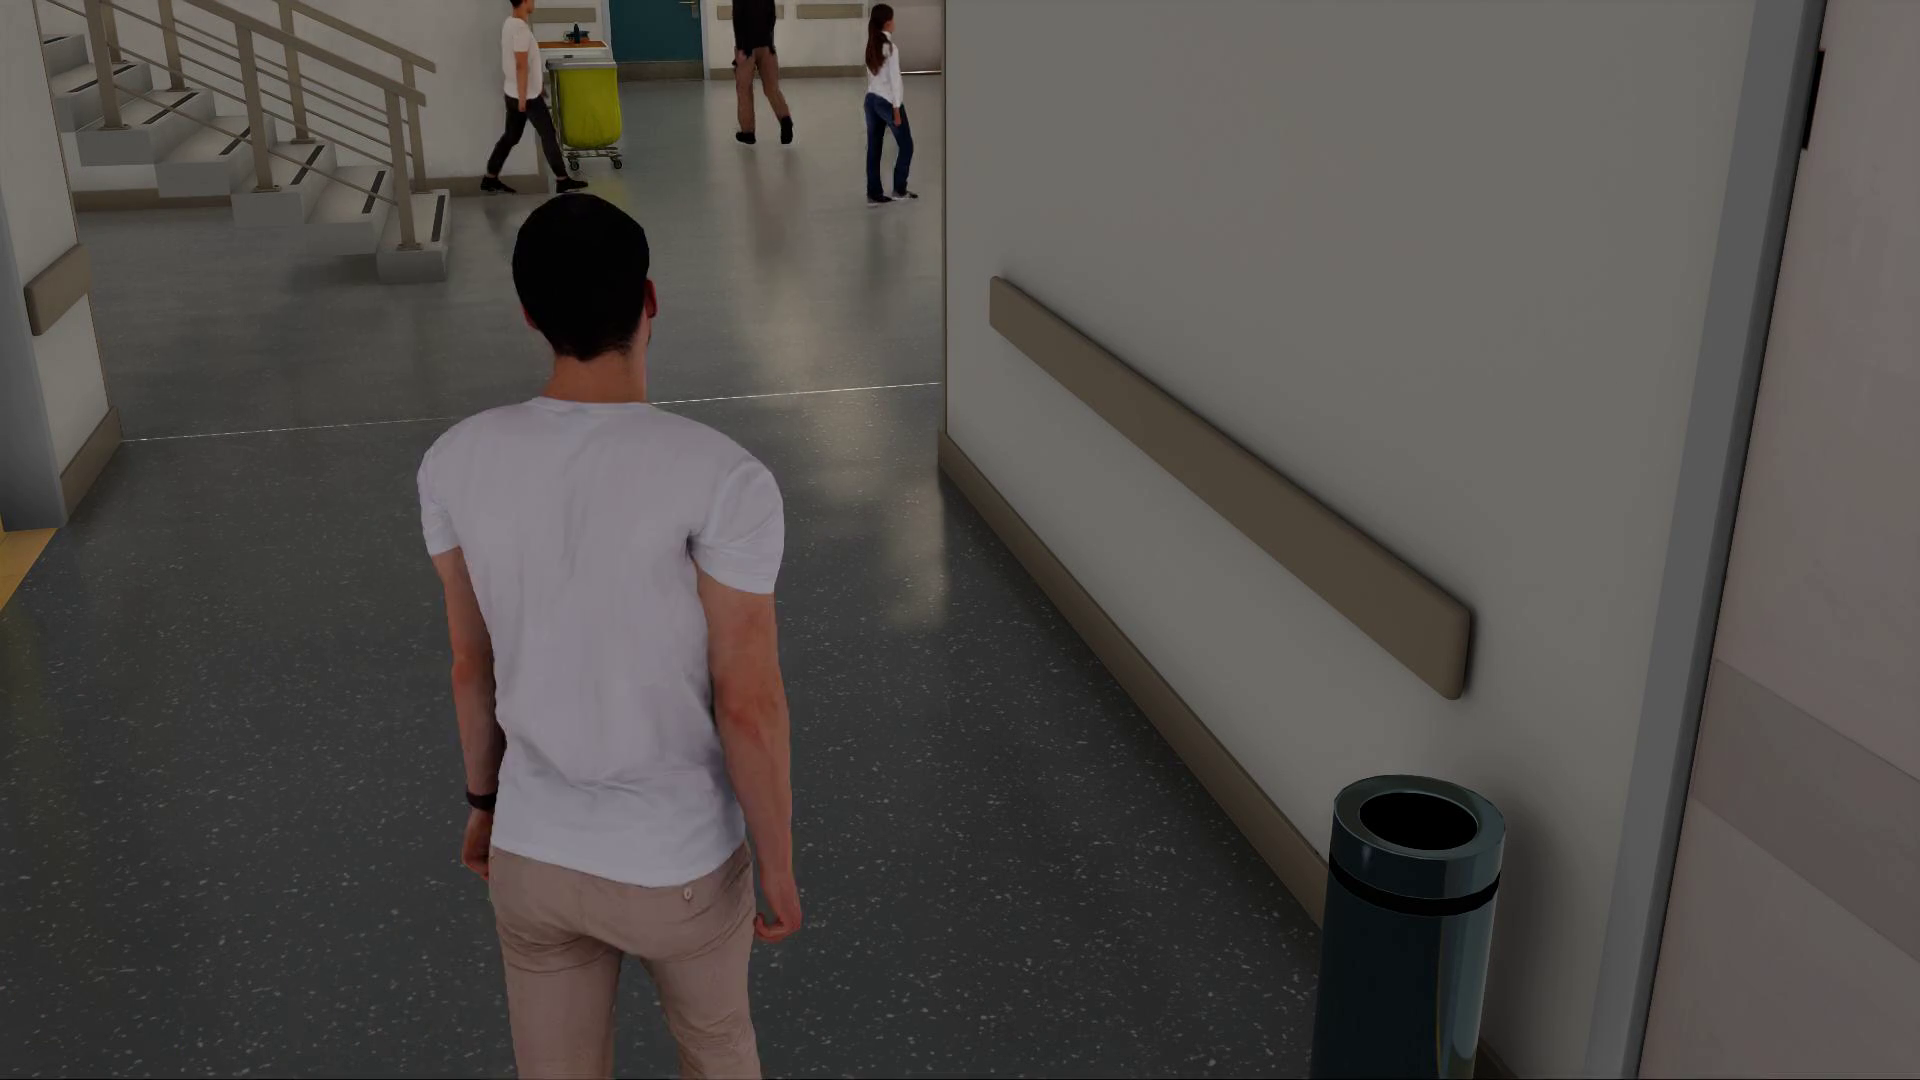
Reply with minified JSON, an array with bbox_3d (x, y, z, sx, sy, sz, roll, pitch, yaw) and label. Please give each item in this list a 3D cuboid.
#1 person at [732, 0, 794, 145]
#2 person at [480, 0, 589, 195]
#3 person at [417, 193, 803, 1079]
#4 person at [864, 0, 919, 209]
[{"bbox_3d":[-1.958,-4.828,16.351,1.173,1.900,0.980,-14,25,-32],"label":"person"},{"bbox_3d":[-3.594,-3.587,13.353,1.138,1.672,0.791,-10,23,-25],"label":"person"},{"bbox_3d":[-0.534,0.529,2.382,1.262,1.778,1.129,5,21,13],"label":"person"},{"bbox_3d":[-0.657,-3.381,13.034,0.723,1.545,0.799,17,26,37],"label":"person"}]
